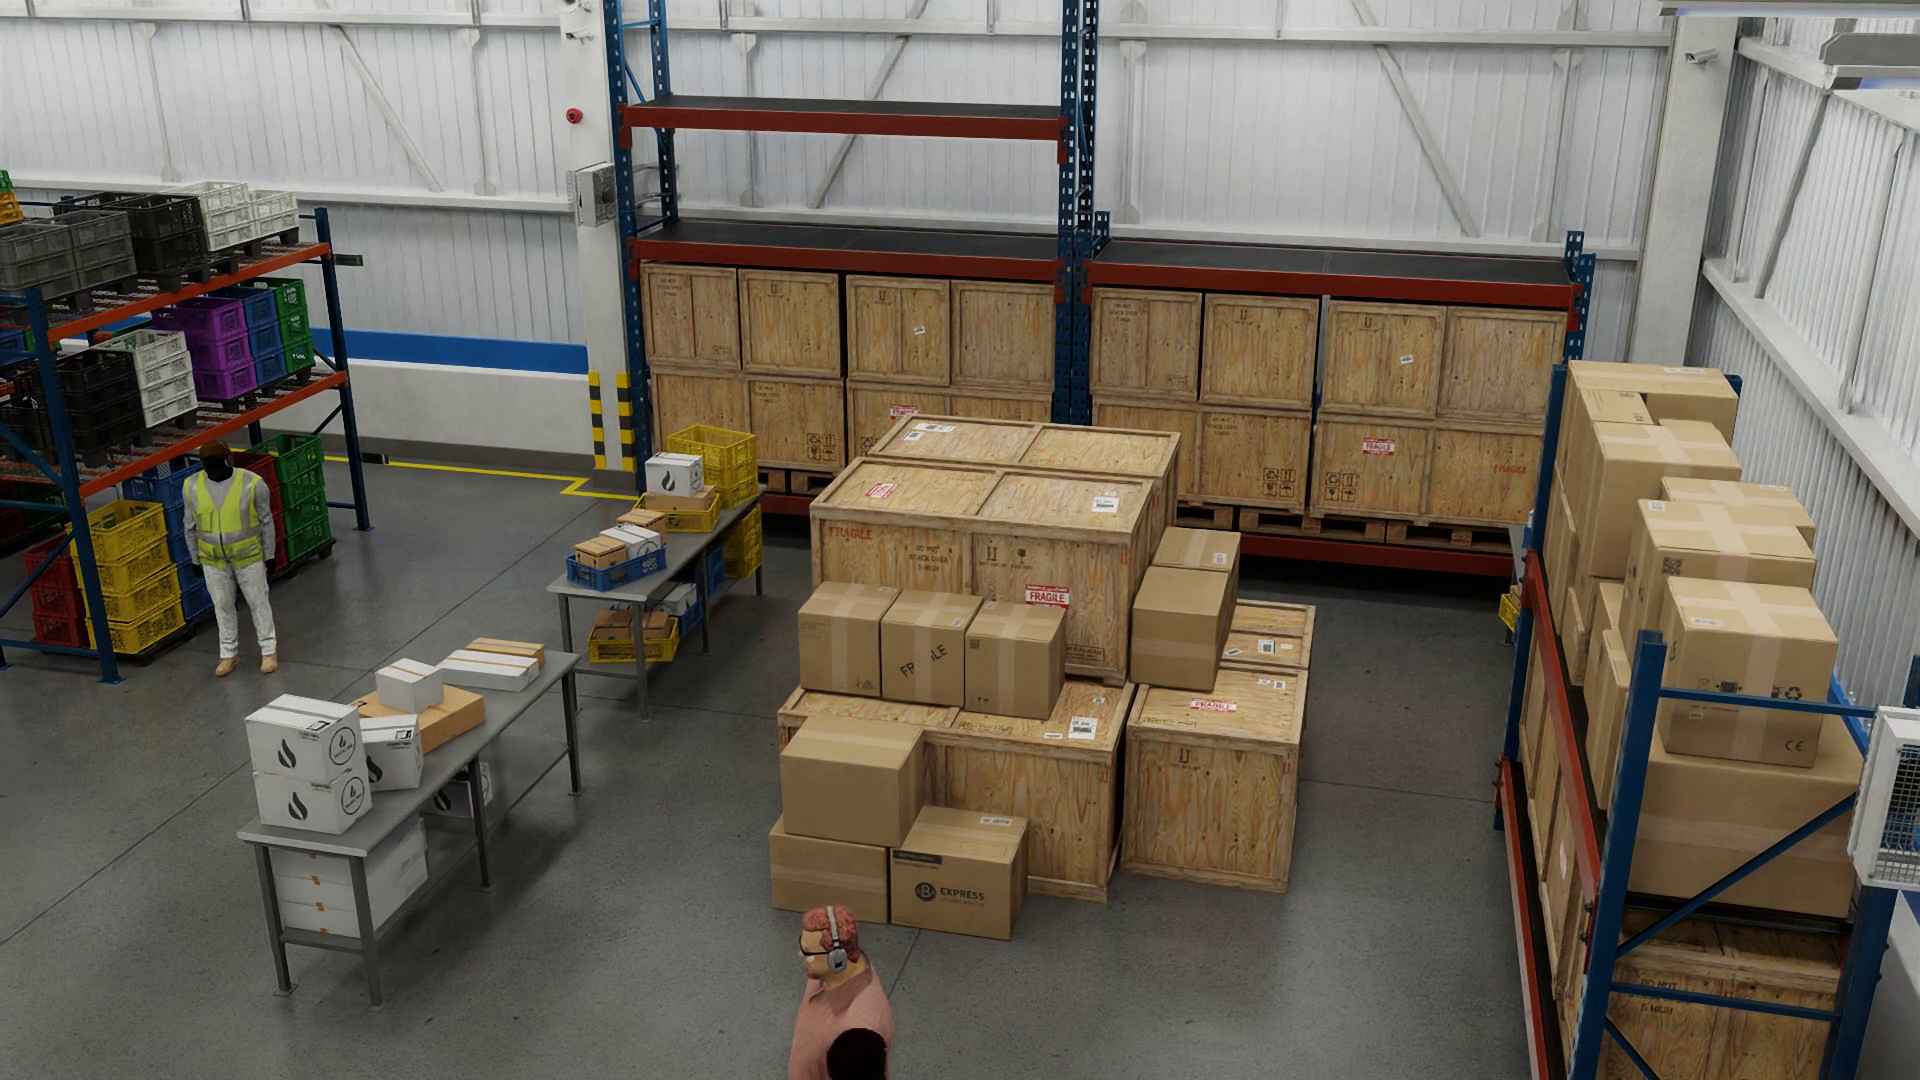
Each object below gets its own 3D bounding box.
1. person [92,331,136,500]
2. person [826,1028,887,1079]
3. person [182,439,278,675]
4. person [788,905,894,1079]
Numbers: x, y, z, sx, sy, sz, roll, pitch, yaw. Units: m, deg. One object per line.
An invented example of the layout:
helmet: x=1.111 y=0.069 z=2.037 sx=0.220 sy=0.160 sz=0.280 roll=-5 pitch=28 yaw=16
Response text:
person: x=-7.761 y=-1.006 z=15.400 sx=0.356 sy=1.882 sz=0.573 roll=-10 pitch=23 yaw=-25
person: x=-0.429 y=2.596 z=6.044 sx=1.056 sy=1.838 sz=0.604 roll=-17 pitch=27 yaw=-38
person: x=-5.461 y=0.130 z=12.483 sx=0.635 sy=1.842 sz=0.429 roll=-3 pitch=21 yaw=-8
person: x=-0.486 y=2.310 z=6.708 sx=0.404 sy=1.899 sz=0.631 roll=-6 pitch=22 yaw=-15
